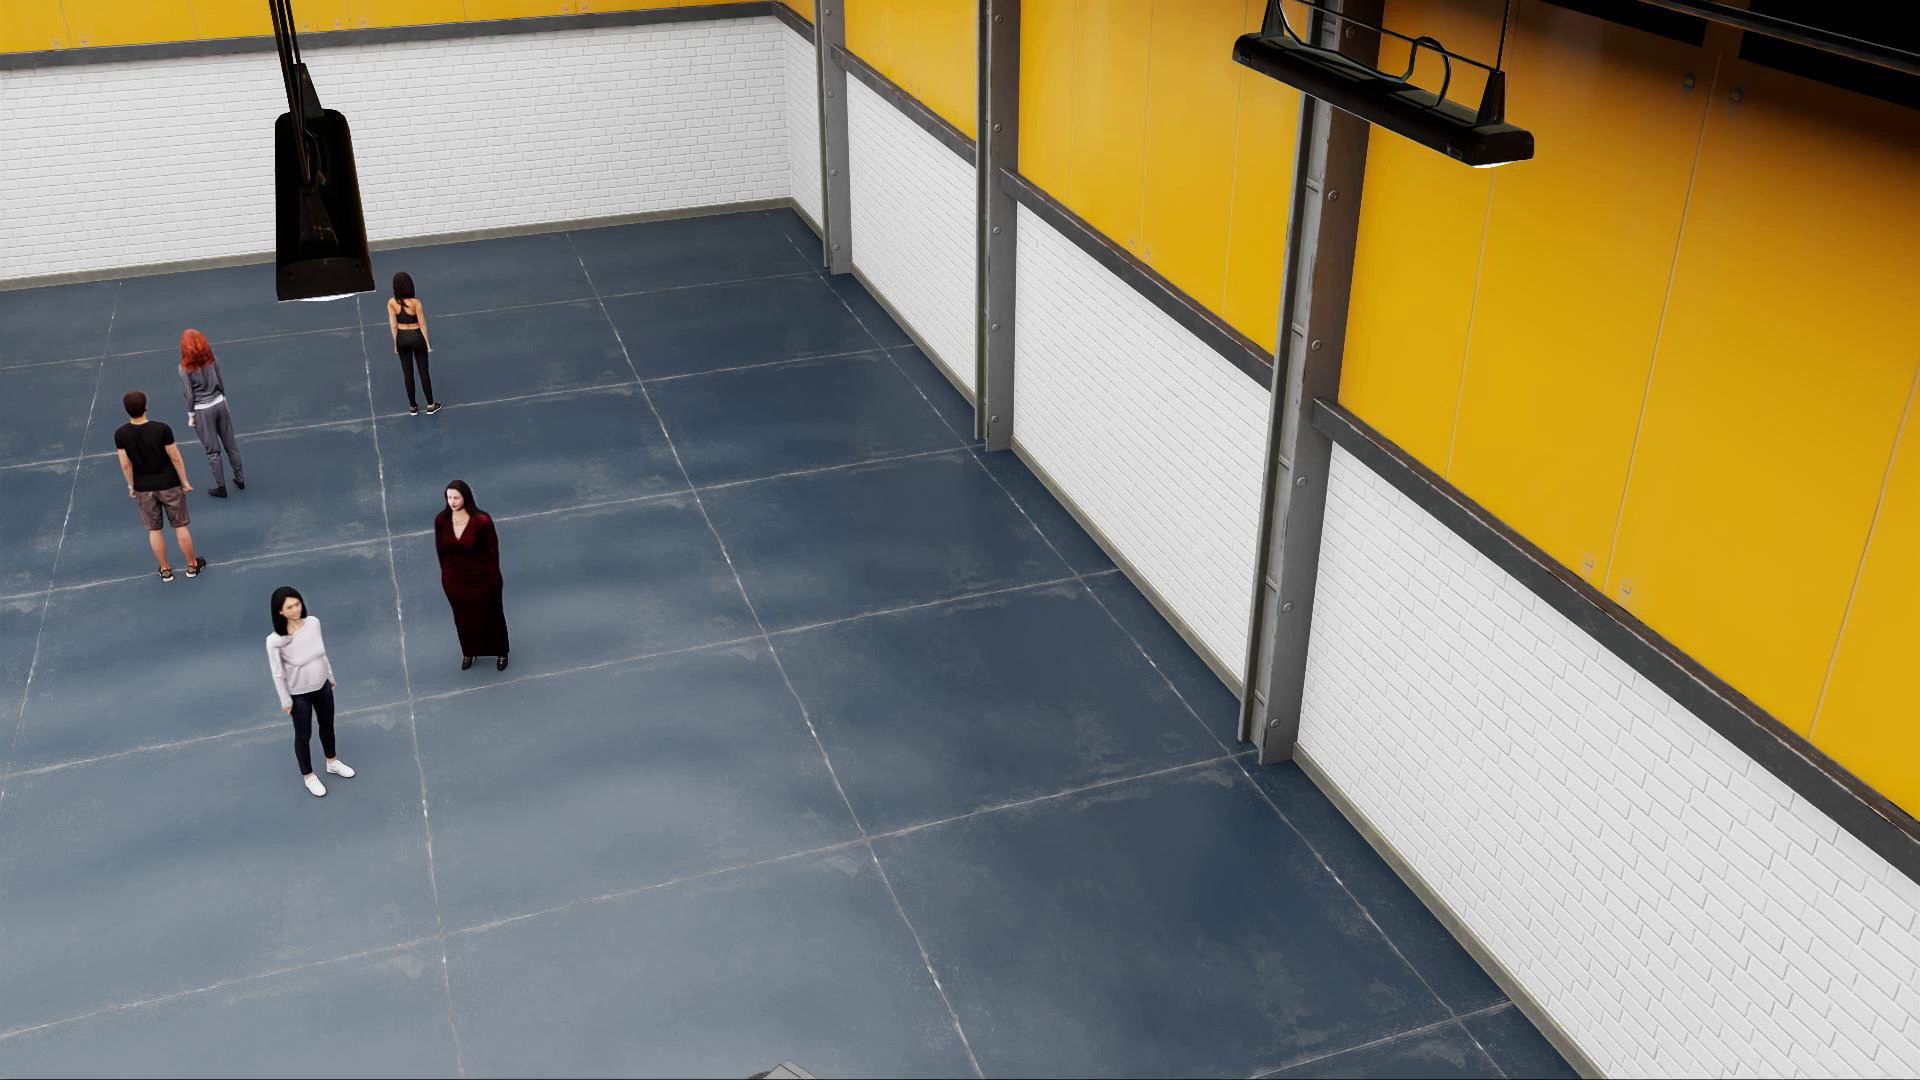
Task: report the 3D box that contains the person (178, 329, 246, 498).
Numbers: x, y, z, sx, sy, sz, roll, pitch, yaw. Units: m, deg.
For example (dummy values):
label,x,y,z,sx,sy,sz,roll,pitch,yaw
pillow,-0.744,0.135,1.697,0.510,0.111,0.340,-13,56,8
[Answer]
label,x,y,z,sx,sy,sz,roll,pitch,yaw
person,-7.504,-1.278,16.634,0.679,1.779,0.659,19,34,31

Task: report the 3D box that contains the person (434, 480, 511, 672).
label,x,y,z,sx,sy,sz,roll,pitch,yaw
person,-4.045,0.292,13.779,0.754,1.757,0.742,2,29,3

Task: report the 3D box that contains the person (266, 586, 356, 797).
label,x,y,z,sx,sy,sz,roll,pitch,yaw
person,-4.862,1.092,12.371,0.753,1.701,0.711,16,32,27

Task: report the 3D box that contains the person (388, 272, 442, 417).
label,x,y,z,sx,sy,sz,roll,pitch,yaw
person,-6.084,-2.179,18.429,0.608,1.643,0.590,-1,29,-1

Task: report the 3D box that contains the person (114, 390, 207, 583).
label,x,y,z,sx,sy,sz,roll,pitch,yaw
person,-7.306,-0.496,15.115,0.681,1.861,0.577,-9,30,-15
